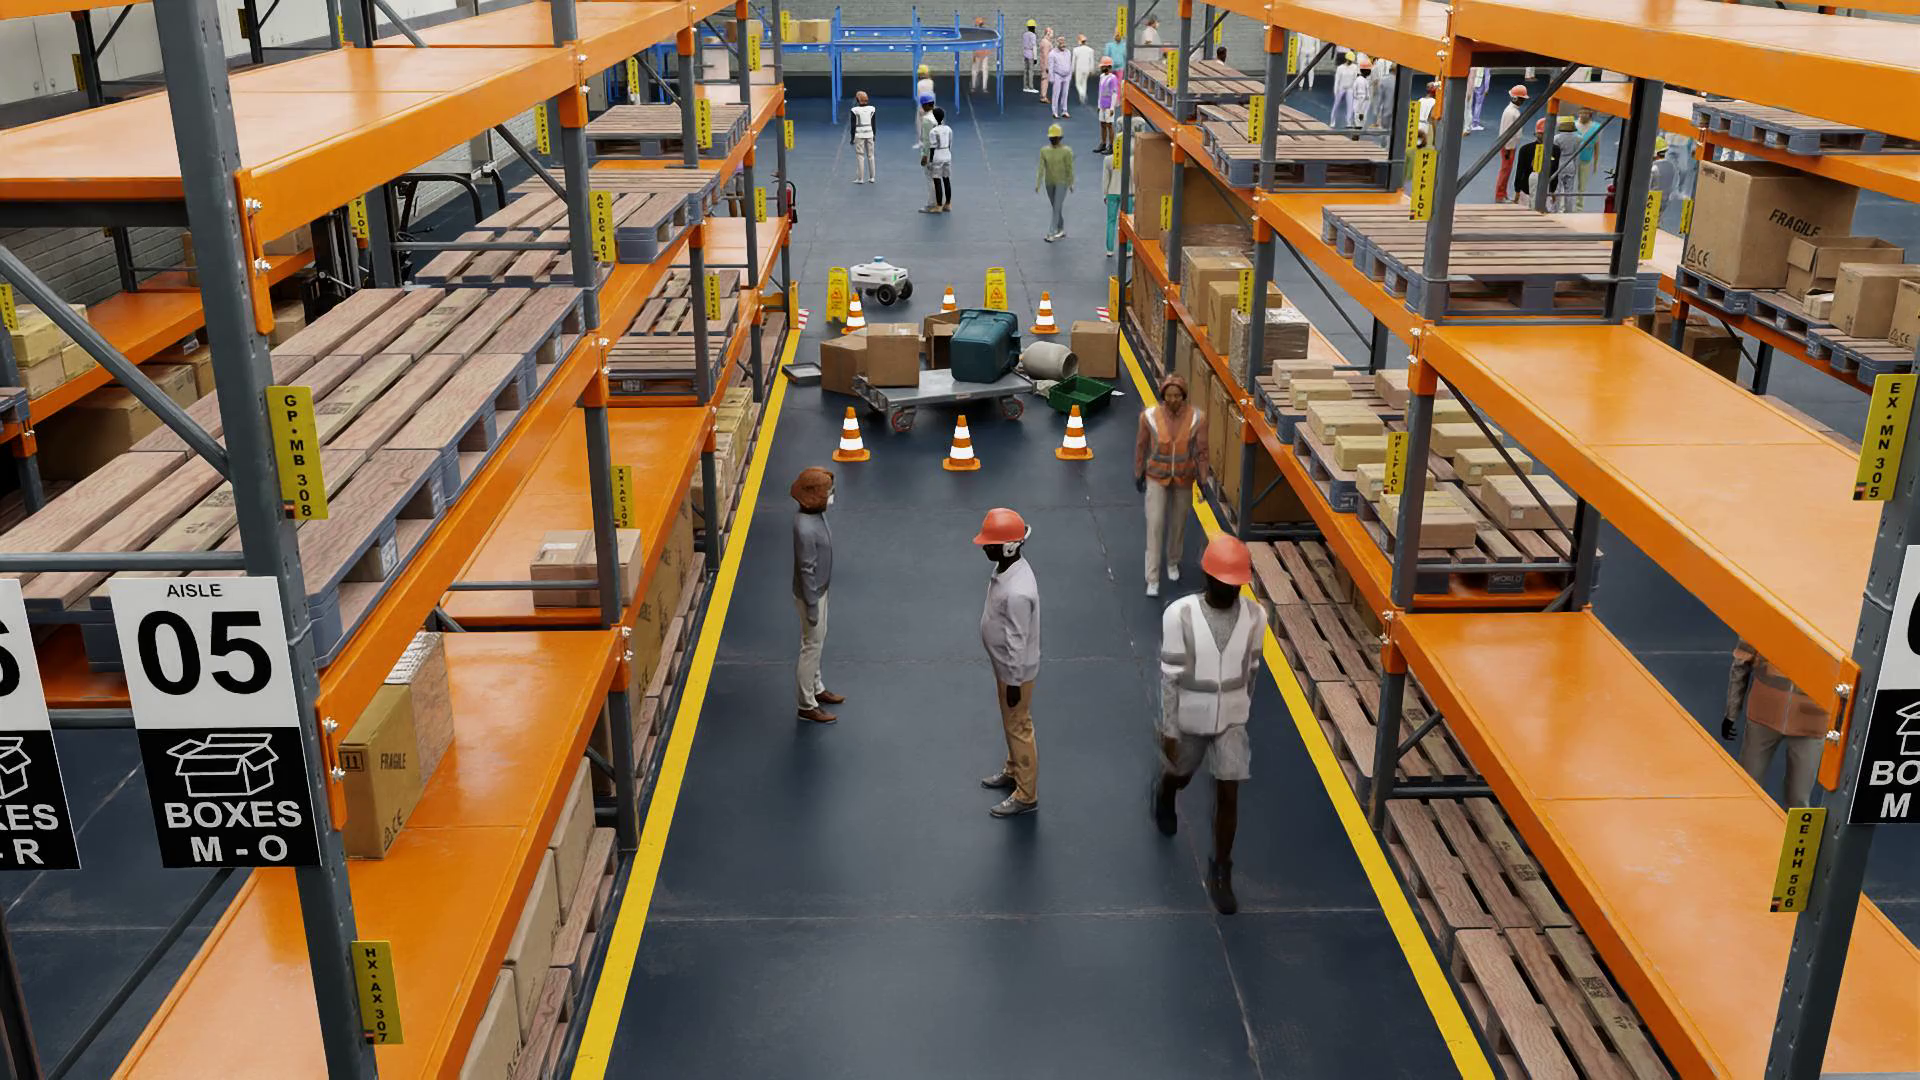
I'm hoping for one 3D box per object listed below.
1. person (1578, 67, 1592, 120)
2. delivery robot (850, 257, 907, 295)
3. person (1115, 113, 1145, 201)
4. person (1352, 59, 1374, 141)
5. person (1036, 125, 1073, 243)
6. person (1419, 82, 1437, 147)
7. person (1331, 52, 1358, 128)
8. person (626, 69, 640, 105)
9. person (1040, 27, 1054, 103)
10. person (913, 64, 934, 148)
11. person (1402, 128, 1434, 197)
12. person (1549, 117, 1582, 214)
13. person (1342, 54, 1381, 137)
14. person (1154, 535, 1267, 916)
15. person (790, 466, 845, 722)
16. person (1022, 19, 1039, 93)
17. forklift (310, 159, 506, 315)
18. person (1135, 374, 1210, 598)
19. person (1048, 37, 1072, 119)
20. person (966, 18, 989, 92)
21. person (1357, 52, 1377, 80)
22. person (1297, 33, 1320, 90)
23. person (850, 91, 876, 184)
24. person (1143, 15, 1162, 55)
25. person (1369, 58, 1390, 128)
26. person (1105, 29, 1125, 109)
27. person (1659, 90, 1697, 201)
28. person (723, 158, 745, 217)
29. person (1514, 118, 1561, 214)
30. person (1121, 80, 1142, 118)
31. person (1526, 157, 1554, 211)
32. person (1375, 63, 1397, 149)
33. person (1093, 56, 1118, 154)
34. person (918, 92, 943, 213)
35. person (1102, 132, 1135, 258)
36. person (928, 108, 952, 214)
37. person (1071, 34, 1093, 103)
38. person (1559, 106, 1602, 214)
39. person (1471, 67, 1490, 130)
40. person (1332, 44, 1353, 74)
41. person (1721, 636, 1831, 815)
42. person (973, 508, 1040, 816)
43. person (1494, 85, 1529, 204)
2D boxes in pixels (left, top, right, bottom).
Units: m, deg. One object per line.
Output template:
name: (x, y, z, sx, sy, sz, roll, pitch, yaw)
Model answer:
person: (14.479, -10.477, 38.629, 0.294, 1.623, 0.507, 13, 24, 30)
delivery robot: (-1.039, -3.359, 21.169, 0.707, 0.478, 0.477, 10, 23, 25)
person: (2.895, -6.670, 28.413, 0.491, 1.735, 0.326, 2, 21, 5)
person: (8.041, -8.612, 33.261, 0.361, 1.935, 0.553, 4, 21, 10)
person: (1.405, -5.338, 24.911, 0.541, 1.709, 0.928, 10, 23, 25)
person: (8.370, -7.278, 29.861, 0.387, 1.846, 0.566, -7, 22, -18)
person: (8.813, -10.264, 37.967, 0.537, 1.683, 0.932, -4, 21, -9)
person: (-6.294, -8.191, 32.250, 0.325, 1.865, 0.516, 6, 22, 16)
person: (2.263, -12.260, 42.959, 0.403, 1.900, 0.642, 0, 21, -1)
person: (-0.685, -9.002, 34.585, 0.638, 1.723, 0.494, 18, 27, 39)
person: (6.990, -5.488, 25.451, 0.508, 1.619, 0.550, 6, 22, 16)
person: (9.483, -5.824, 26.172, 0.484, 1.737, 0.305, -3, 21, -9)
person: (8.968, -9.777, 36.512, 0.956, 1.808, 0.495, 5, 21, 14)
person: (1.235, 0.827, 8.364, 0.537, 1.914, 0.890, -2, 21, -6)
person: (-0.877, 0.324, 10.080, 0.285, 1.624, 0.509, 1, 21, 1)
person: (1.926, -13.232, 45.482, 0.364, 1.930, 0.588, -12, 24, -29)
forklift: (-5.622, -2.910, 17.832, 2.313, 2.155, 1.214, -1, 21, -1)
person: (1.527, -0.395, 11.992, 0.523, 1.605, 0.778, 1, 21, 2)
person: (2.411, -11.040, 39.741, 0.652, 1.898, 0.399, -13, 25, -32)
person: (0.505, -13.323, 45.695, 0.619, 1.954, 0.889, -12, 24, -28)
person: (10.185, -11.800, 41.774, 0.589, 1.871, 0.403, -6, 22, -15)
person: (9.652, -13.501, 46.182, 0.635, 1.937, 0.354, 3, 21, 7)
person: (-1.756, -7.306, 30.222, 0.514, 1.642, 0.310, -12, 24, -28)
person: (5.260, -13.547, 46.160, 0.717, 2.000, 0.685, 8, 22, 21)
person: (9.599, -10.359, 37.954, 0.346, 1.881, 0.578, 11, 24, 28)
person: (3.949, -11.949, 42.082, 0.619, 1.947, 1.041, 2, 21, 4)
person: (12.179, -6.697, 28.275, 0.617, 1.887, 0.550, 12, 24, 29)
person: (-3.473, -5.616, 25.209, 0.391, 2.033, 0.605, 12, 24, 30)
person: (8.119, -4.927, 23.440, 0.622, 1.993, 0.383, -1, 21, -3)
person: (3.438, -8.603, 33.361, 0.564, 1.847, 0.395, -14, 25, -33)
person: (7.760, -4.394, 22.382, 0.294, 1.744, 0.487, 13, 24, 31)
person: (8.628, -8.563, 33.217, 0.651, 1.880, 1.045, 4, 21, 10)
person: (2.970, -8.853, 33.897, 0.372, 1.939, 0.544, -10, 23, -25)
person: (-0.488, -6.361, 27.311, 0.401, 1.938, 0.603, 7, 22, 17)
person: (2.290, -4.926, 23.755, 0.525, 1.769, 0.327, 9, 23, 23)
person: (-0.333, -6.218, 27.264, 0.322, 1.699, 0.535, 16, 26, 36)
person: (3.165, -12.103, 42.776, 0.579, 1.729, 0.559, -5, 21, -14)
person: (9.925, -6.069, 26.673, 0.570, 1.840, 0.374, 7, 22, 19)
person: (11.725, -10.252, 37.643, 0.388, 1.908, 0.600, -11, 23, -26)
person: (10.820, -13.770, 46.974, 0.610, 1.887, 0.617, 6, 22, 16)
person: (4.079, 0.880, 8.190, 0.593, 1.922, 0.384, 13, 25, 32)
person: (0.249, 0.650, 9.054, 0.359, 1.743, 0.565, -3, 21, -7)
person: (9.273, -6.643, 28.003, 0.412, 1.979, 0.629, 9, 23, 22)
